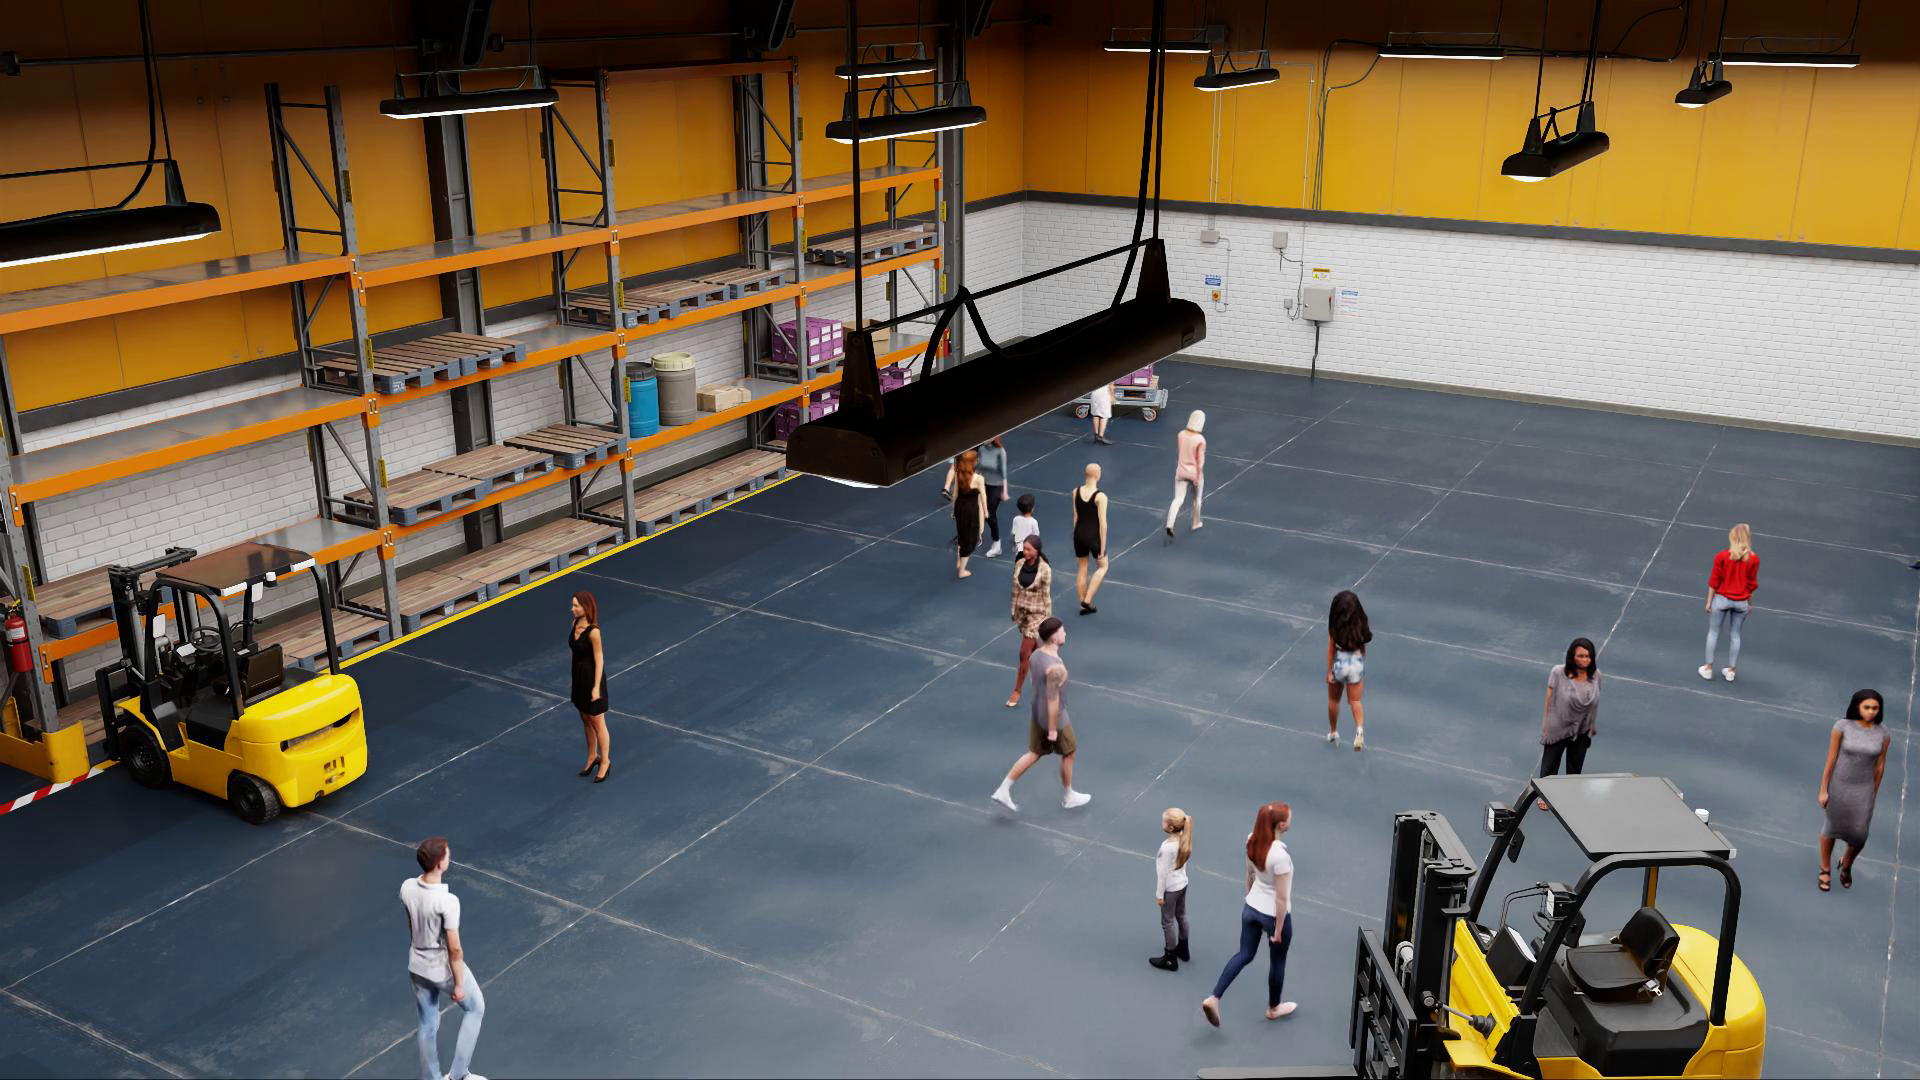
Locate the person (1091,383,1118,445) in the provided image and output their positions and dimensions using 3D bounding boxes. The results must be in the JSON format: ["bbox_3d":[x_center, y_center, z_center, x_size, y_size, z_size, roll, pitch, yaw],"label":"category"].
[{"bbox_3d":[2.246,-2.276,26.289,0.628,1.550,0.615,14,23,36],"label":"person"}]

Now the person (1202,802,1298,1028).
[{"bbox_3d":[2.035,2.618,11.488,1.109,1.721,0.862,-12,22,-32],"label":"person"}]

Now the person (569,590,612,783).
[{"bbox_3d":[-3.371,1.330,15.133,0.631,1.835,0.604,18,25,42],"label":"person"}]

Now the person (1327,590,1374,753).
[{"bbox_3d":[3.664,1.281,15.638,0.874,1.606,0.975,-3,19,-8],"label":"person"}]

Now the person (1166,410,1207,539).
[{"bbox_3d":[2.953,-0.837,21.805,0.661,1.685,1.141,12,22,31],"label":"person"}]

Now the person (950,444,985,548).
[{"bbox_3d":[0.125,-0.832,21.520,0.692,1.857,0.586,15,24,38],"label":"person"}]

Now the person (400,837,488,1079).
[{"bbox_3d":[-3.434,2.818,10.711,0.693,1.838,0.653,8,20,23],"label":"person"}]

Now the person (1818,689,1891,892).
[{"bbox_3d":[7.089,1.976,13.315,0.645,1.772,0.655,7,20,19],"label":"person"}]

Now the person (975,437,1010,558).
[{"bbox_3d":[0.461,-0.634,21.131,0.636,1.729,0.646,16,24,40],"label":"person"}]

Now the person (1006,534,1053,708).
[{"bbox_3d":[0.768,0.785,16.878,0.707,1.756,1.127,14,23,37],"label":"person"}]

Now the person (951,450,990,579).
[{"bbox_3d":[0.039,-0.294,20.312,0.611,1.607,0.649,12,22,31],"label":"person"}]

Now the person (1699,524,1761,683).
[{"bbox_3d":[8.033,0.660,17.344,0.691,1.695,0.645,2,19,7],"label":"person"}]

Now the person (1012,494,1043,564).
[{"bbox_3d":[0.783,0.068,19.784,0.509,1.258,0.525,8,20,22],"label":"person"}]

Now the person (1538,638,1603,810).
[{"bbox_3d":[5.389,1.601,14.685,0.762,1.609,0.804,1,19,2],"label":"person"}]

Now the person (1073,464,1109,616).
[{"bbox_3d":[1.420,0.030,19.044,0.669,1.804,0.669,13,22,33],"label":"person"}]

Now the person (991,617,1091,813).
[{"bbox_3d":[0.692,1.545,14.386,1.237,1.820,1.072,-8,20,-23],"label":"person"}]

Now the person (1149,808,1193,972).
[{"bbox_3d":[1.590,2.569,12.334,0.578,1.274,0.458,14,23,36],"label":"person"}]
